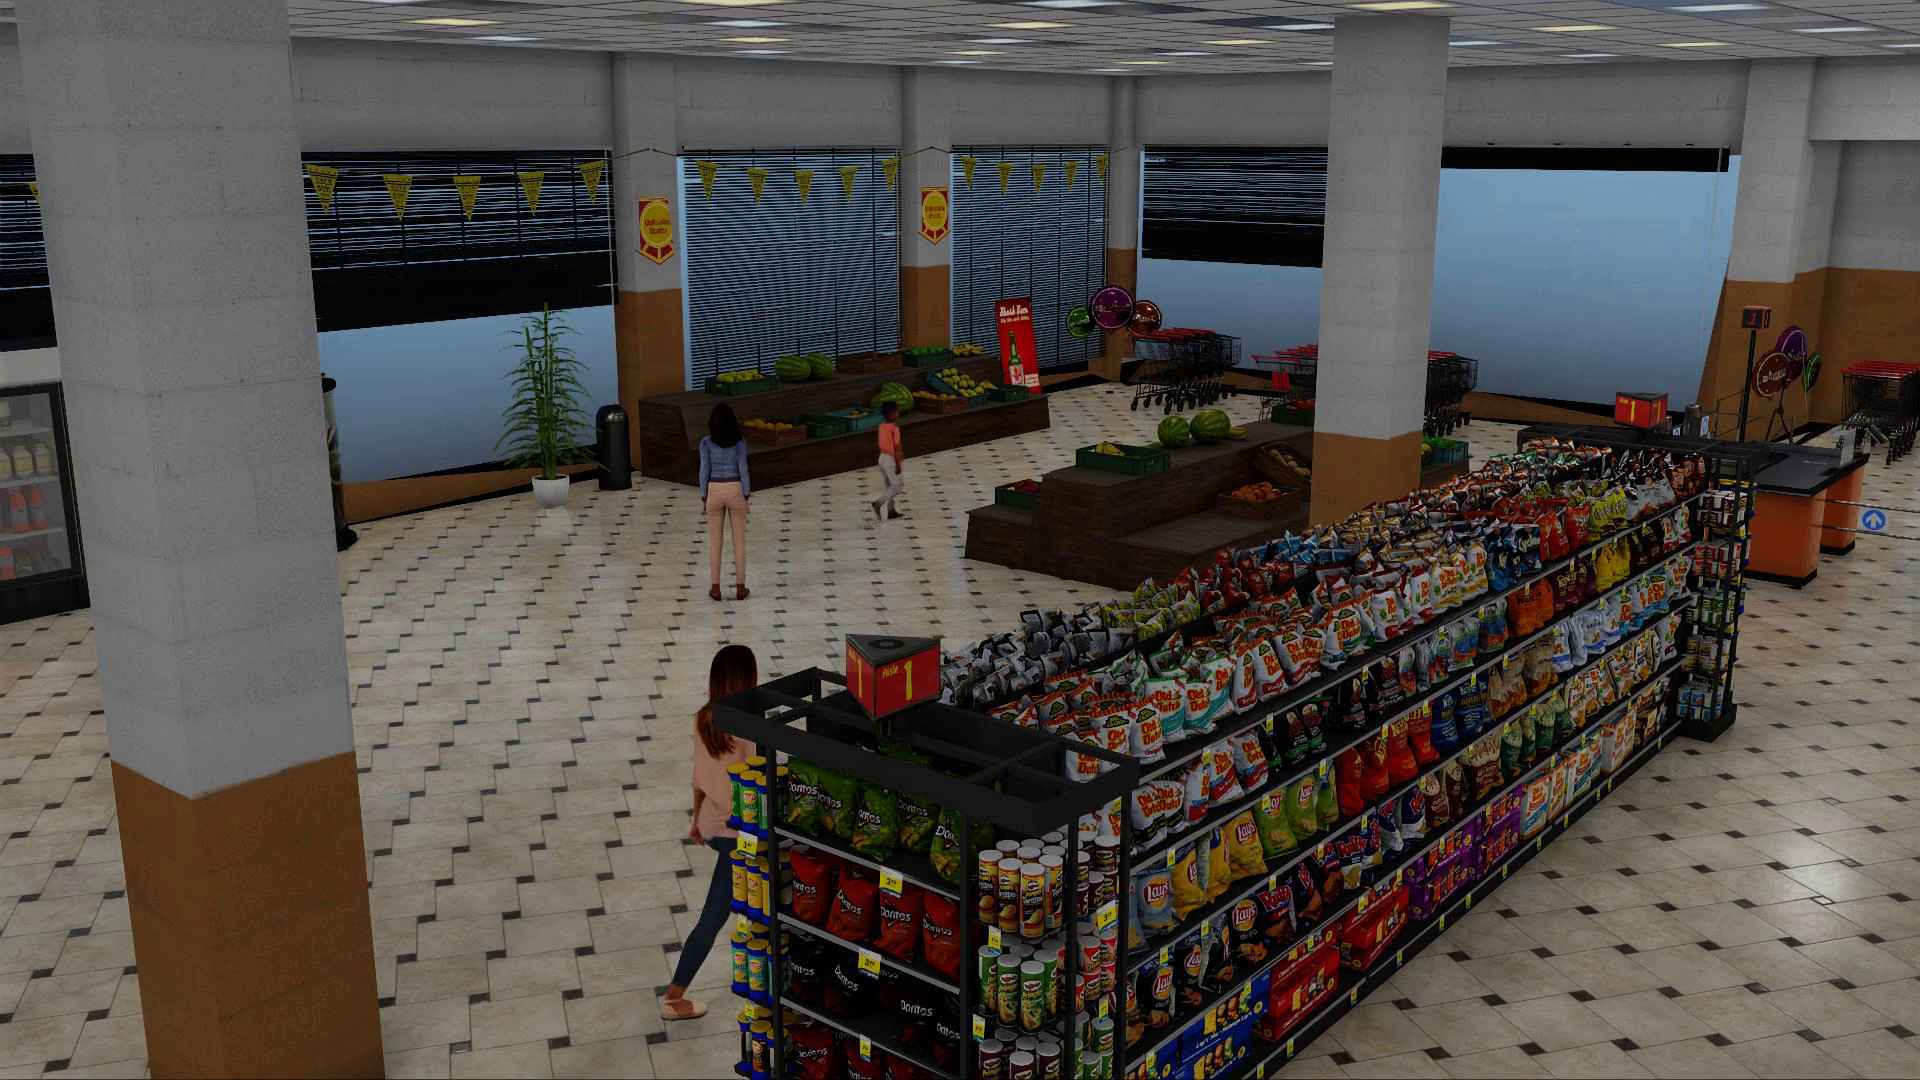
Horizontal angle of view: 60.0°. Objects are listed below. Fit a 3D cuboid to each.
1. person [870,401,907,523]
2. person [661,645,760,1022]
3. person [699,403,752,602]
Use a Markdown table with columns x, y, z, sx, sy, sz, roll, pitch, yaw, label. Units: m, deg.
| x | y | z | sx | sy | sz | roll | pitch | yaw | label |
| --- | --- | --- | --- | --- | --- | --- | --- | --- | --- |
| -0.790 | -0.825 | 17.768 | 0.781 | 1.298 | 0.555 | -12 | 18 | -40 | person |
| -1.121 | 1.396 | 7.678 | 0.653 | 1.738 | 1.175 | 13 | 19 | 42 | person |
| -2.077 | -0.345 | 14.779 | 0.693 | 1.776 | 0.743 | 0 | 14 | -1 | person |
